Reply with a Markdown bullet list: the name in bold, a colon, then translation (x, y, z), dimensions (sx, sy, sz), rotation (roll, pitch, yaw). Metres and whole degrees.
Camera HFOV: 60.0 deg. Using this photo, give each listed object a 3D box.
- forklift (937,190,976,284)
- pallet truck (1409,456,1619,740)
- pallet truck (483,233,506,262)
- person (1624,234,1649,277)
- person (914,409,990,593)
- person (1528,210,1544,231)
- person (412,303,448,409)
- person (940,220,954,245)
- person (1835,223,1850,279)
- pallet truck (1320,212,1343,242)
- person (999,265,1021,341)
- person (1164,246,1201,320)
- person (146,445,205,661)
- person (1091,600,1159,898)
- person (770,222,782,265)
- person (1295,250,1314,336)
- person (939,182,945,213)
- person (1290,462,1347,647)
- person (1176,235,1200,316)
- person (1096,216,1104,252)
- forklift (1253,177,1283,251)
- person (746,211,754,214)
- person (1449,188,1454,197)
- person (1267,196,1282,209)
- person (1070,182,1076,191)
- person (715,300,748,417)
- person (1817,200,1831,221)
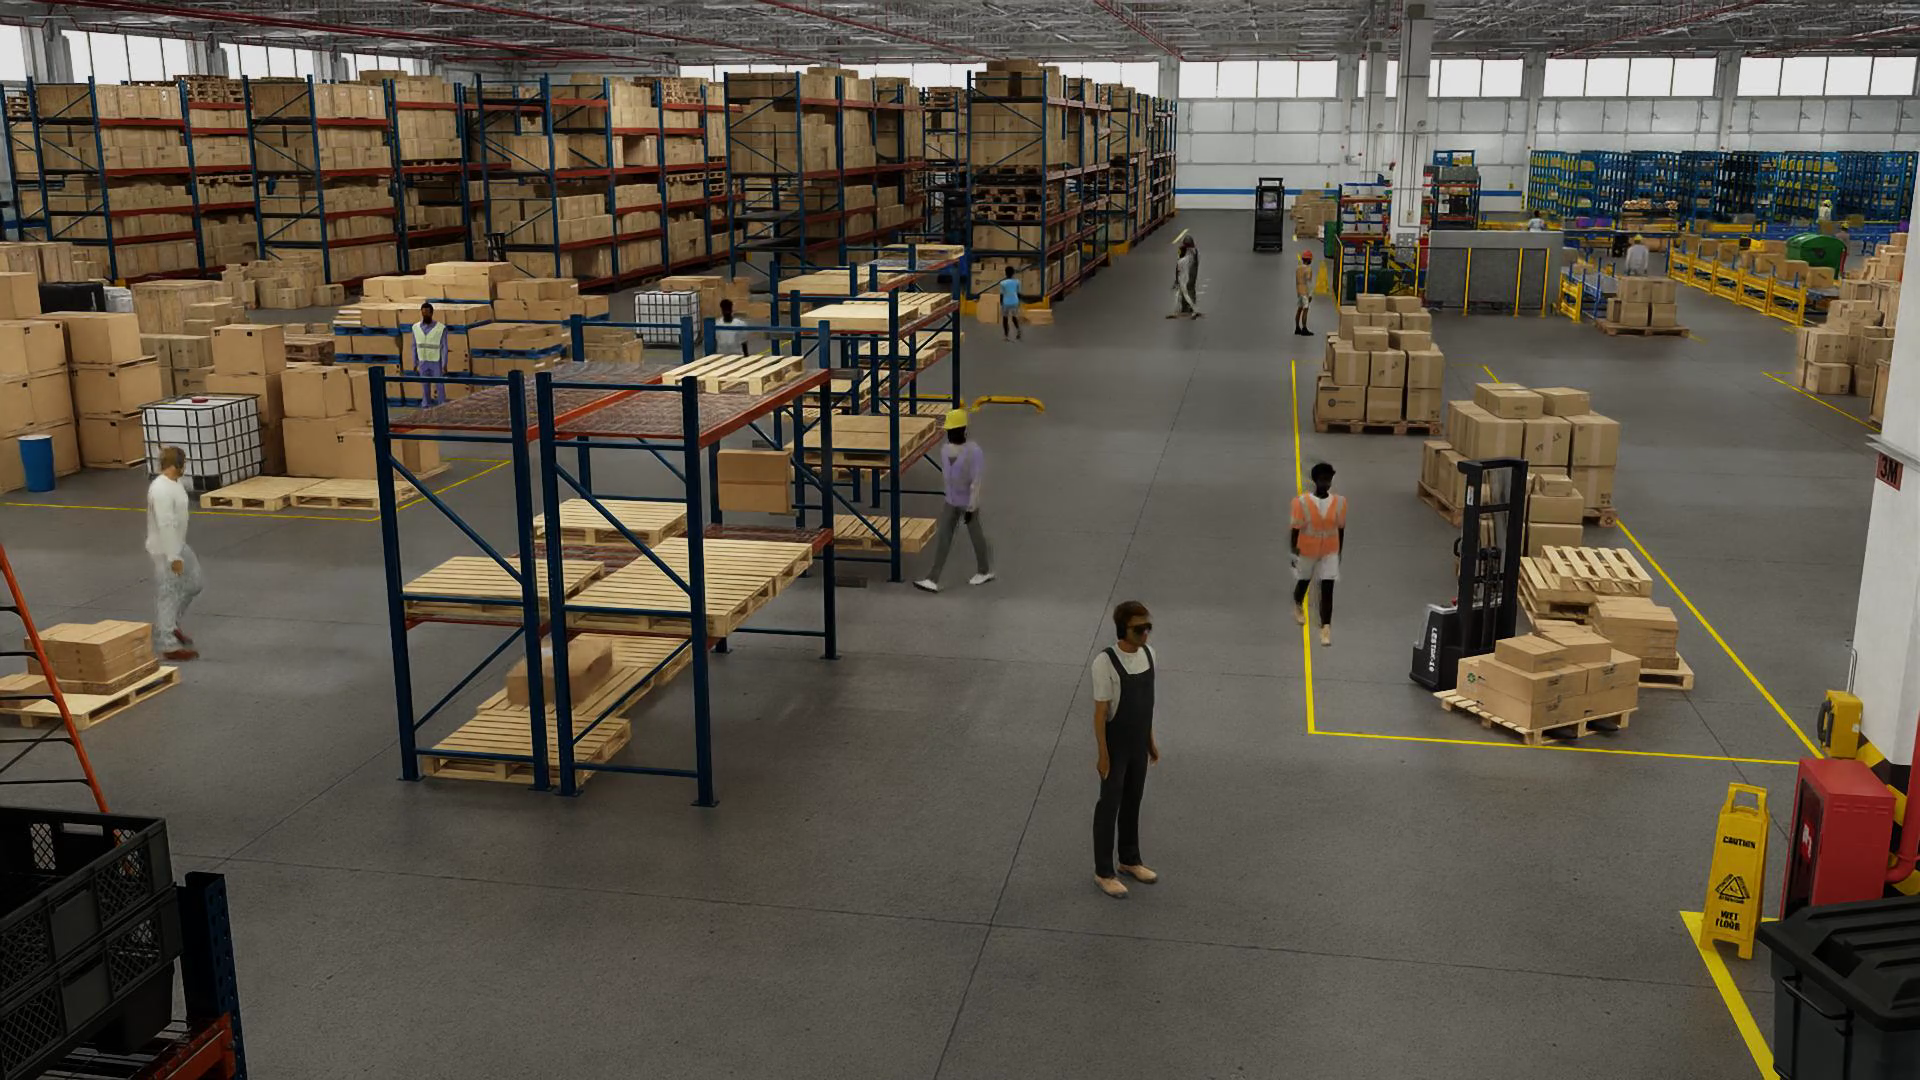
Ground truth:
- **forklift**: translation (-0.035, -9.267, 50.830), dimensions (1.129, 2.768, 1.873), rotation (3, 14, 10)
- **pallet truck**: translation (4.504, 0.400, 13.395), dimensions (0.823, 1.965, 1.885), rotation (-6, 15, -23)
- **pallet truck**: translation (-11.832, -7.026, 43.548), dimensions (1.885, 1.965, 0.823), rotation (8, 16, 28)
- **person**: translation (18.736, -7.575, 46.130), dimensions (0.617, 1.821, 0.426), rotation (2, 14, 9)
- **person**: translation (-0.028, -0.396, 16.873), dimensions (0.594, 1.871, 1.010), rotation (12, 18, 40)
- **person**: translation (21.602, -11.519, 62.441), dimensions (0.556, 1.688, 0.456), rotation (4, 15, 17)
- **person**: translation (-8.515, -2.854, 26.766), dimensions (0.592, 1.922, 0.392), rotation (1, 14, 5)
- **person**: translation (-0.315, -9.042, 51.963), dimensions (0.696, 1.903, 0.455), rotation (-10, 17, -36)
- **person**: translation (27.893, -9.140, 52.606), dimensions (0.324, 1.767, 0.533), rotation (-7, 16, -27)
- **pallet truck**: translation (15.874, -13.227, 70.310), dimensions (0.680, 1.201, 1.601), rotation (10, 17, 35)
- **person**: translation (1.118, -5.260, 36.996), dimensions (0.548, 1.686, 0.447), rotation (-6, 15, -22)
- **person**: translation (5.593, -6.374, 41.312), dimensions (0.967, 1.825, 0.518), rotation (6, 15, 24)
- **person**: translation (-7.002, 0.111, 14.791), dimensions (0.409, 1.902, 0.660), rotation (-3, 14, -12)
- **person**: translation (1.023, 1.263, 10.205), dimensions (0.508, 1.847, 0.345), rotation (-13, 19, -42)
- **person**: translation (-6.381, -10.712, 58.491), dimensions (0.608, 2.018, 0.893), rotation (-4, 14, -16)
- **person**: translation (7.906, -5.659, 38.118), dimensions (0.358, 1.938, 0.542), rotation (-6, 15, -22)
- **person**: translation (-0.965, -19.522, 94.775), dimensions (0.563, 1.755, 0.320), rotation (-6, 15, -23)
- **person**: translation (3.292, 0.077, 15.387), dimensions (0.532, 1.669, 0.822), rotation (0, 14, 0)
- **person**: translation (5.733, -6.695, 42.115), dimensions (0.539, 2.000, 0.689), rotation (12, 18, 40)
- **person**: translation (4.950, -10.764, 59.536), dimensions (0.586, 1.606, 0.516), rotation (-2, 14, -7)
- **forklift**: translation (12.083, -12.747, 64.956), dimensions (1.129, 2.768, 1.873), rotation (3, 14, 10)
- **person**: translation (-9.573, -15.010, 76.192), dimensions (0.547, 1.898, 0.982), rotation (-1, 14, -3)
- **person**: translation (23.275, -15.710, 78.920), dimensions (0.601, 1.954, 0.992), rotation (1, 14, 4)
- **person**: translation (13.286, -13.596, 70.373), dimensions (0.634, 1.922, 0.531), rotation (7, 16, 28)
- **person**: translation (6.189, -18.231, 89.258), dimensions (0.622, 1.898, 0.994), rotation (-1, 14, -4)
- **person**: translation (-3.818, -3.005, 27.429), dimensions (0.617, 1.905, 1.018), rotation (1, 14, 5)
- **person**: translation (35.726, -13.144, 68.750), dimensions (0.403, 1.824, 0.603), rotation (-6, 15, -23)
